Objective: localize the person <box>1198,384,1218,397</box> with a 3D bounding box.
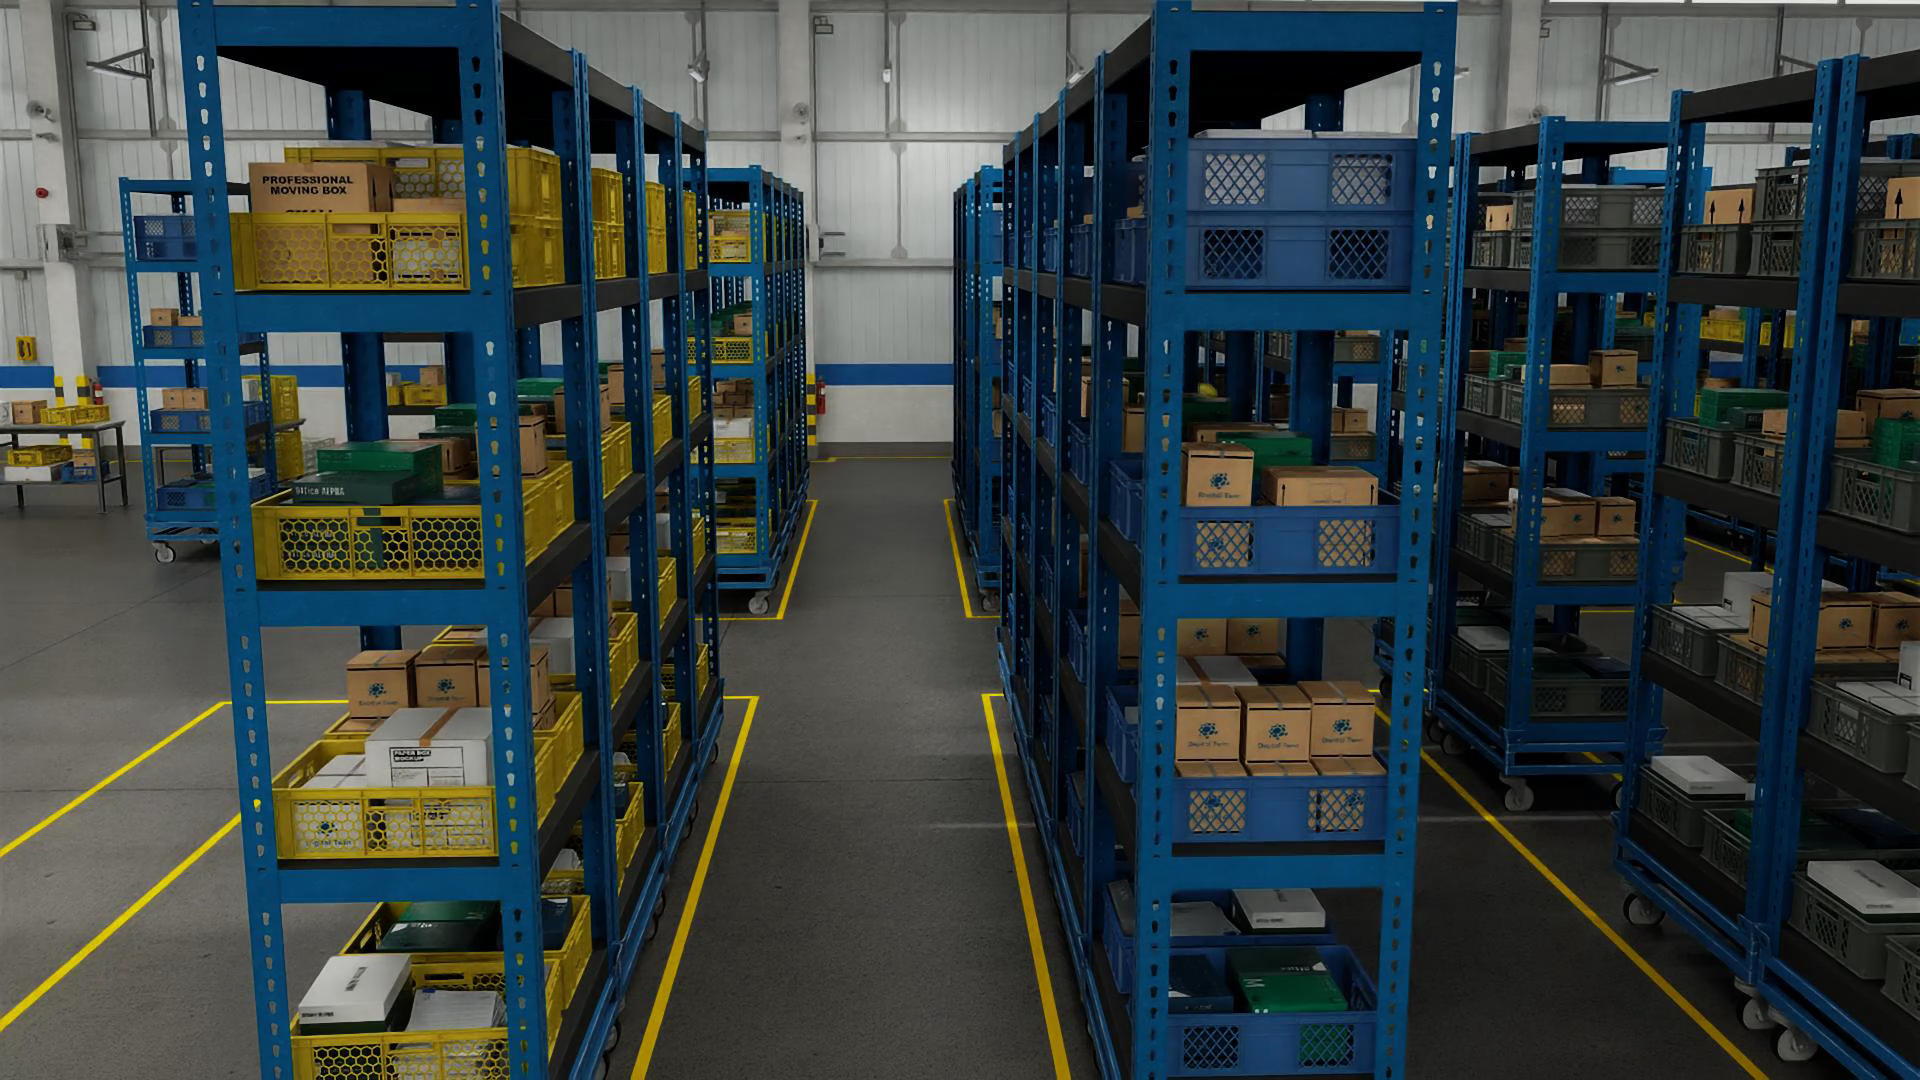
[{"bbox_3d":[2.126,-0.436,14.323,0.595,1.801,0.736,-2,10,-9],"label":"person"}]
